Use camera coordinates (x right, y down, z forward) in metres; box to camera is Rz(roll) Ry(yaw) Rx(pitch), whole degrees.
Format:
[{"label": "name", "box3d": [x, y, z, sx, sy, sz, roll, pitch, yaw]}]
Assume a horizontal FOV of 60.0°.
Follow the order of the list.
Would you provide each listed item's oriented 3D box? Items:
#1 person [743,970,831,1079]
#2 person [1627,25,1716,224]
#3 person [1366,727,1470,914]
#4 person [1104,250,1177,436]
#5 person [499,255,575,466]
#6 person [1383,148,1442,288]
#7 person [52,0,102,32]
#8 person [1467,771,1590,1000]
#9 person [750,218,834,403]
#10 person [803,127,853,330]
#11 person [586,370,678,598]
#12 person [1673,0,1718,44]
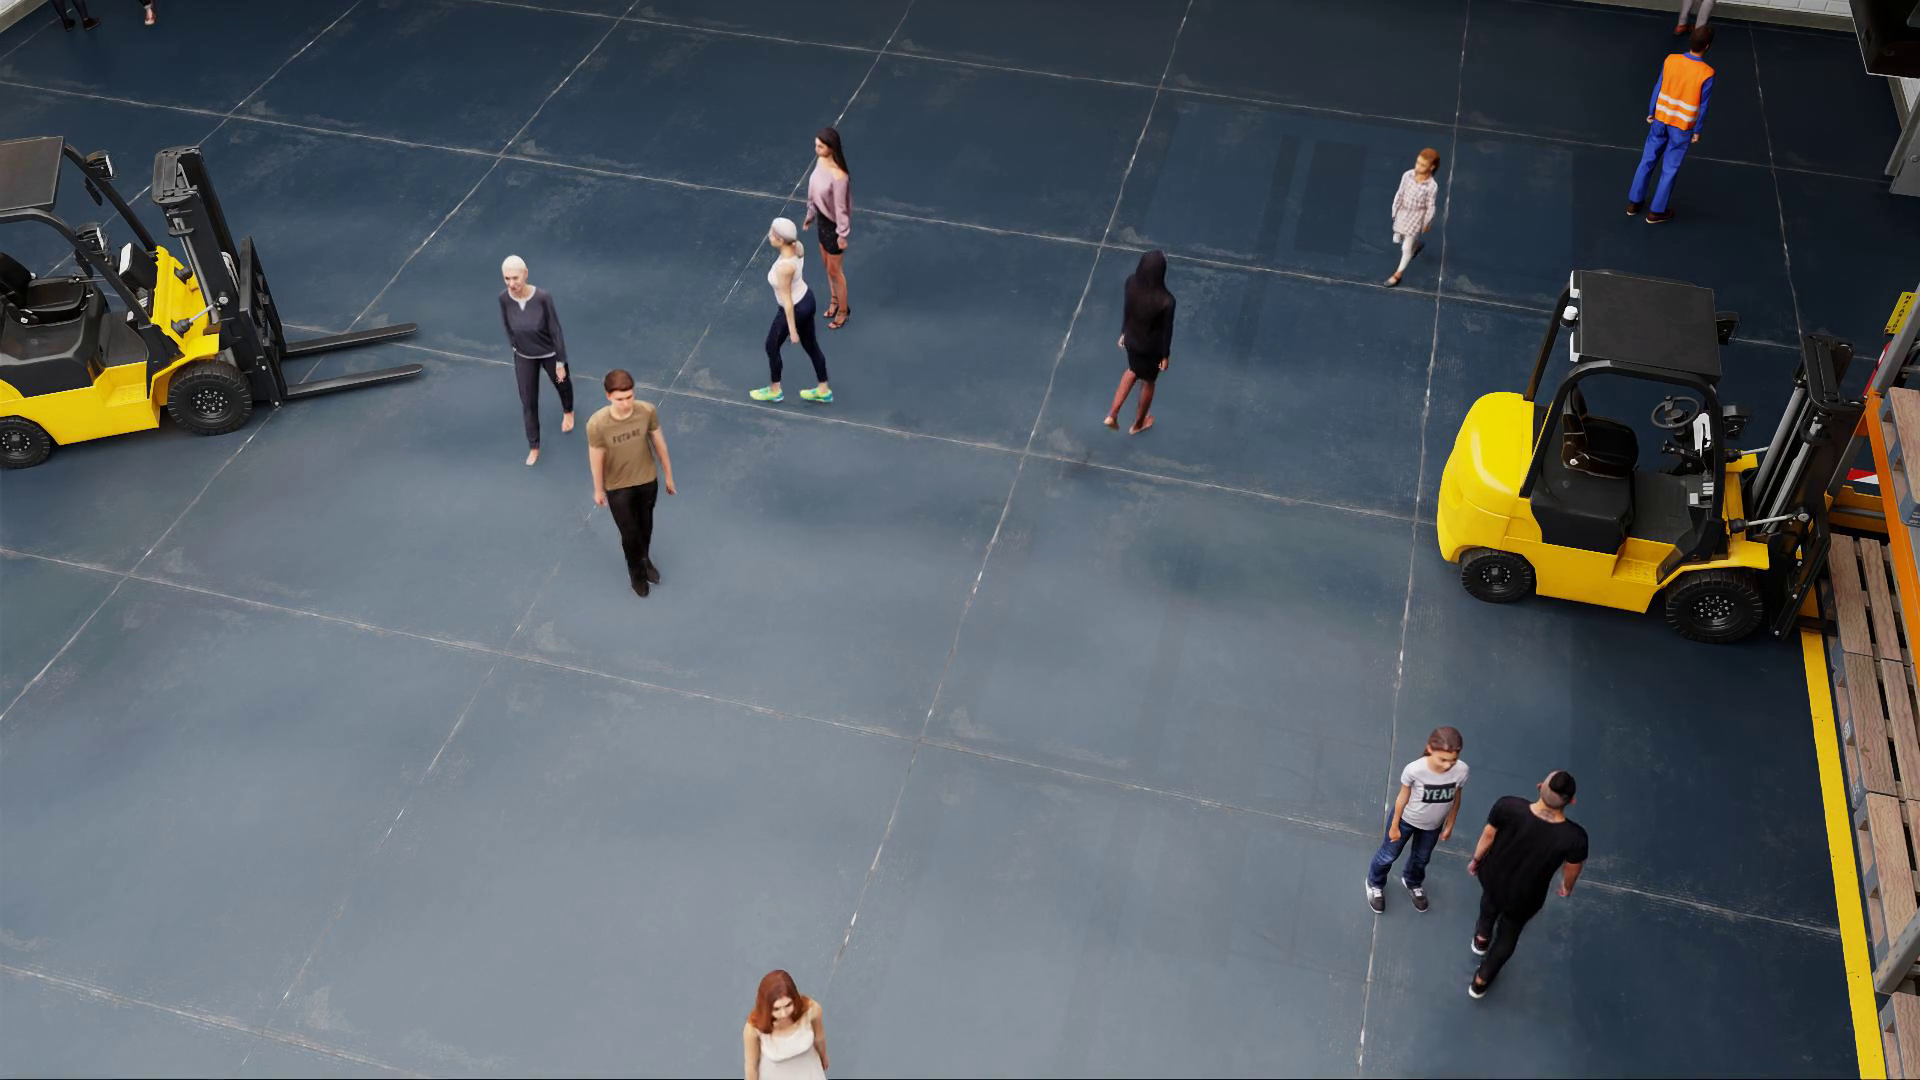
[{"label": "person", "box3d": [-0.876, 2.600, 8.358, 0.943, 1.656, 1.248, -8, 44, -8]}, {"label": "person", "box3d": [6.371, -3.713, 14.834, 0.804, 1.864, 0.783, -31, 51, -28]}, {"label": "person", "box3d": [2.626, 1.574, 9.504, 0.586, 1.561, 0.596, -2, 44, -2]}, {"label": "person", "box3d": [1.332, -1.422, 12.540, 0.817, 1.711, 0.913, 33, 52, 30]}, {"label": "person", "box3d": [-3.173, -1.492, 12.625, 0.812, 1.694, 1.065, -2, 44, -2]}, {"label": "person", "box3d": [3.926, -2.810, 14.293, 0.865, 1.303, 0.767, -30, 51, -28]}, {"label": "person", "box3d": [-9.611, -6.210, 17.585, 0.624, 1.684, 0.584, 0, 44, 0]}, {"label": "person", "box3d": [2.988, 1.873, 8.981, 0.820, 1.850, 0.884, 24, 49, 23]}, {"label": "person", "box3d": [-1.186, -1.741, 12.900, 0.654, 1.676, 0.794, 12, 45, 12]}, {"label": "person", "box3d": [-1.015, -2.593, 13.696, 0.784, 1.811, 0.712, -19, 47, -19]}, {"label": "person", "box3d": [-2.293, -0.453, 11.429, 0.806, 1.841, 0.873, -24, 49, -23]}, {"label": "person", "box3d": [7.814, -6.121, 17.391, 0.875, 1.823, 0.773, -13, 45, -14]}]
